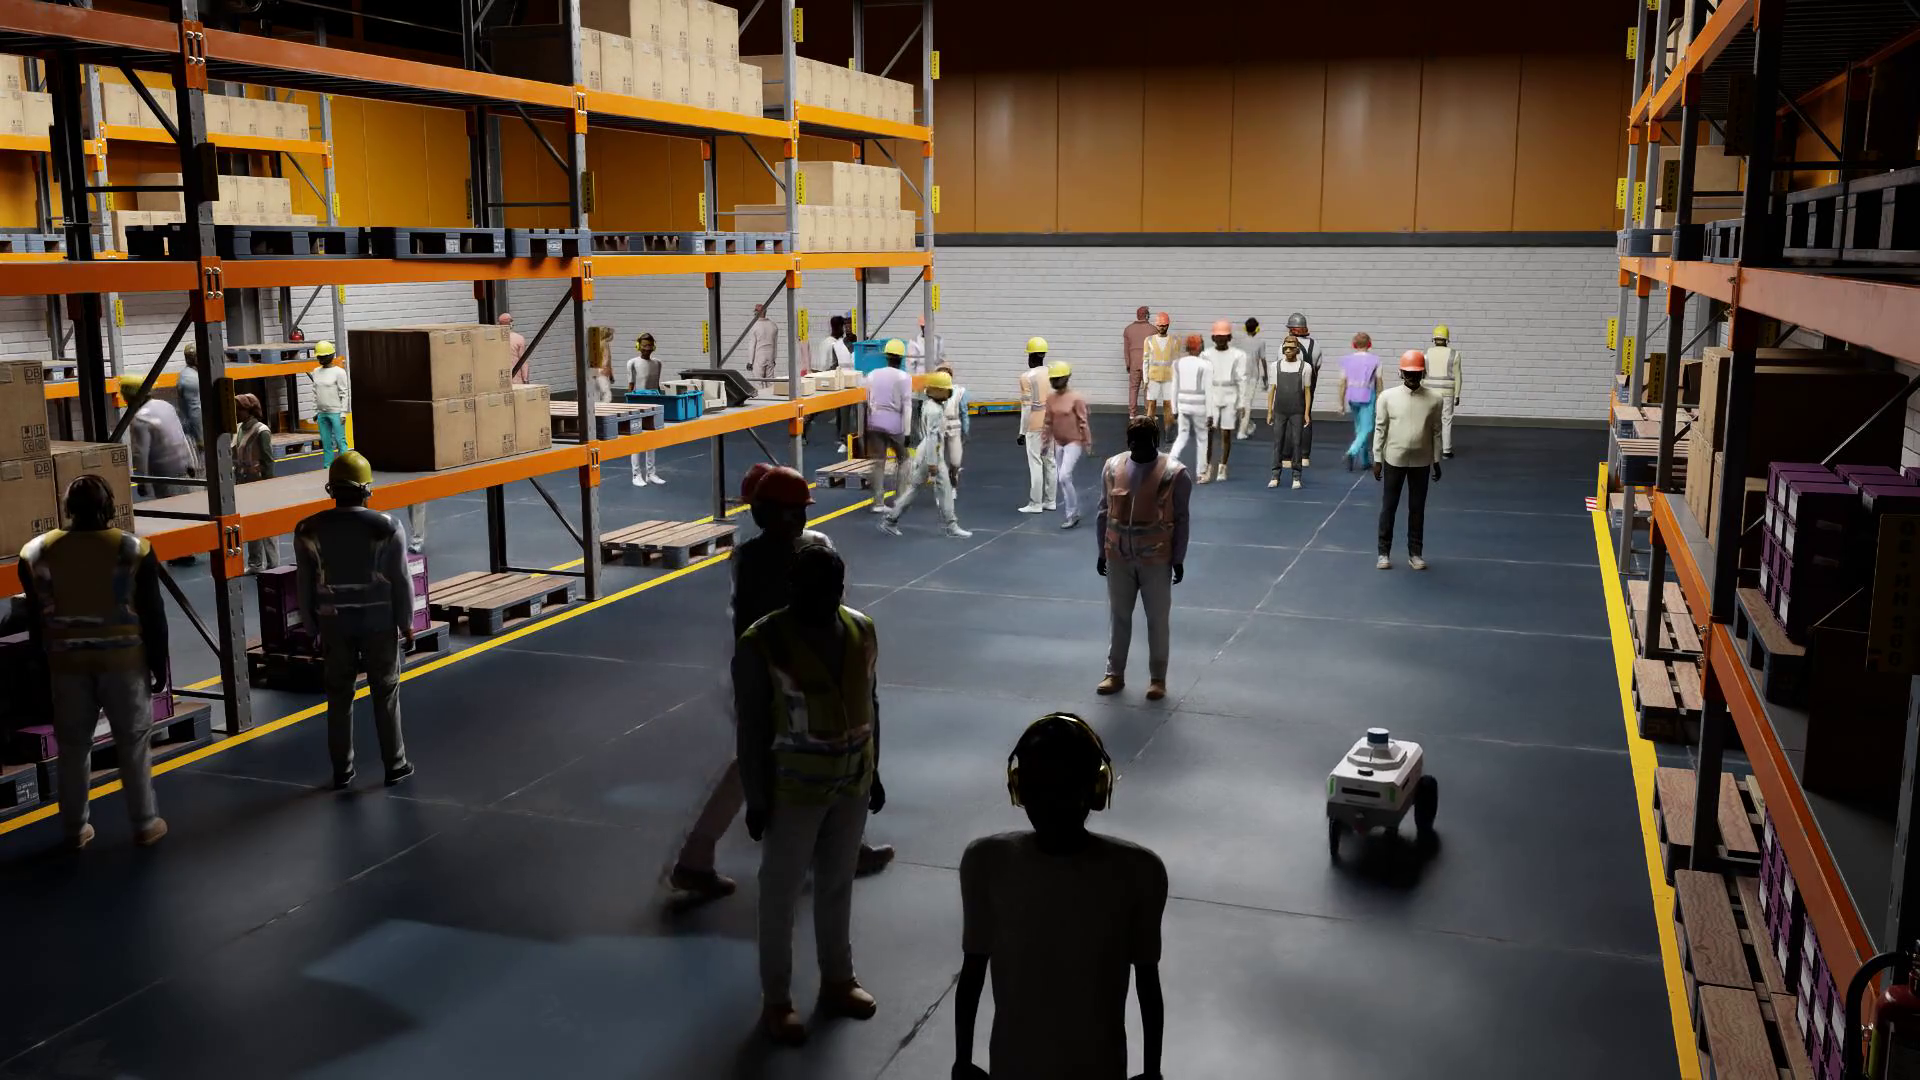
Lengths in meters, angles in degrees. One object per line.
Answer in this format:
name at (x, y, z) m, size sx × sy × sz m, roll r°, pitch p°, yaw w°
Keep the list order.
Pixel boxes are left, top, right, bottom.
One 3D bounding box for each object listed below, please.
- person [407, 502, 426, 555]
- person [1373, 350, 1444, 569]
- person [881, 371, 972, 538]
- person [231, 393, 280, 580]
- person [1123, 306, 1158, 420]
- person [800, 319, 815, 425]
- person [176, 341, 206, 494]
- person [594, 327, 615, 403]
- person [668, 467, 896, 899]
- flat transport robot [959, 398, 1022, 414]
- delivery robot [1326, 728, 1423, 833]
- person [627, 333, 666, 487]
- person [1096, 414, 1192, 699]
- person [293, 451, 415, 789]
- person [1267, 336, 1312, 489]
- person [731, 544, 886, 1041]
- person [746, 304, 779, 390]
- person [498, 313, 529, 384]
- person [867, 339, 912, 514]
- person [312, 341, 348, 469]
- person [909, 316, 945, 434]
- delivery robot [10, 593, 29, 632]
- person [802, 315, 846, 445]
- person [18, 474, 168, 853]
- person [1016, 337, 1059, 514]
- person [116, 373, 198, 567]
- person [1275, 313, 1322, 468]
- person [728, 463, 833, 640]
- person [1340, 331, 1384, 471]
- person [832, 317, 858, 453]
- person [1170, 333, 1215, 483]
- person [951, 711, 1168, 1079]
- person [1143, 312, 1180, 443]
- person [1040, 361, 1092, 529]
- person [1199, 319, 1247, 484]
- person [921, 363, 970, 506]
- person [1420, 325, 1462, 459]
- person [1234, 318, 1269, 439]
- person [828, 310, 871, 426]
person at (-5.219, -0.651, 15.757) m, size 0.521 × 1.588 × 0.851 m, roll 0°, pitch 10°, yaw -1°
person at (4.043, -0.720, 15.002) m, size 0.622 × 1.992 × 0.397 m, roll 0°, pitch 10°, yaw 2°
person at (-0.359, -0.844, 16.573) m, size 0.871 × 1.688 × 0.502 m, roll 1°, pitch 10°, yaw 8°
person at (-6.190, -0.467, 14.584) m, size 0.524 × 1.636 × 0.308 m, roll 7°, pitch 12°, yaw 36°
person at (3.058, -2.948, 27.801) m, size 0.643 × 1.909 × 0.409 m, roll 6°, pitch 11°, yaw 29°
person at (-2.582, -2.762, 27.150) m, size 0.329 × 1.767 × 0.528 m, roll -7°, pitch 12°, yaw -36°
person at (-7.887, -1.081, 17.213) m, size 0.370 × 1.934 × 0.627 m, roll -5°, pitch 11°, yaw -27°
person at (-5.794, -2.637, 26.887) m, size 0.602 × 1.590 × 0.536 m, roll -1°, pitch 10°, yaw -5°
person at (-0.850, 0.642, 7.521) m, size 1.079 × 1.937 × 0.621 m, roll -3°, pitch 11°, yaw -18°
flat transport robot at (0.596, -2.333, 28.942) m, size 1.431 × 0.197 × 0.652 m, roll -3°, pitch 11°, yaw -18°
delivery robot at (2.043, 1.167, 8.165) m, size 0.477 × 0.478 × 0.707 m, roll 5°, pitch 11°, yaw 25°
person at (-3.813, -1.592, 20.282) m, size 0.331 × 1.866 × 0.513 m, roll 9°, pitch 13°, yaw 40°
person at (1.167, 0.106, 10.782) m, size 0.621 × 1.844 × 0.429 m, roll 4°, pitch 11°, yaw 23°
person at (-3.239, 0.433, 8.967) m, size 0.600 × 1.831 × 0.404 m, roll -2°, pitch 10°, yaw -9°
person at (3.949, -1.531, 19.989) m, size 0.513 × 1.845 × 0.336 m, roll 3°, pitch 11°, yaw 17°
person at (-0.534, 0.919, 6.206) m, size 0.633 × 1.842 × 0.429 m, roll -8°, pitch 13°, yaw -39°
person at (-3.441, -3.123, 28.772) m, size 0.411 × 1.913 × 0.643 m, roll 9°, pitch 13°, yaw 41°
person at (-6.723, -2.418, 24.816) m, size 0.641 × 1.908 × 0.407 m, roll 1°, pitch 10°, yaw 6°
person at (-0.747, -1.240, 18.205) m, size 0.617 × 1.901 × 0.627 m, roll 5°, pitch 11°, yaw 28°
person at (-7.718, -1.551, 20.363) m, size 0.531 × 1.766 × 0.333 m, roll 4°, pitch 11°, yaw 22°
person at (-0.470, -2.402, 24.739) m, size 0.572 × 1.893 × 0.968 m, roll -2°, pitch 10°, yaw -10°
delivery robot at (-6.617, 0.443, 12.243) m, size 0.477 × 0.478 × 0.707 m, roll 2°, pitch 10°, yaw 10°
person at (-1.976, -2.328, 24.298) m, size 0.949 × 1.915 × 0.674 m, roll -5°, pitch 11°, yaw -24°
person at (-4.163, 0.597, 8.064) m, size 0.621 × 1.836 × 0.430 m, roll -2°, pitch 10°, yaw -13°
person at (0.853, -1.248, 18.163) m, size 0.584 × 1.928 × 0.374 m, roll -9°, pitch 14°, yaw -43°
person at (-7.255, -0.623, 15.076) m, size 0.589 × 1.778 × 0.619 m, roll 0°, pitch 10°, yaw 0°
person at (4.398, -1.982, 21.980) m, size 0.684 × 2.000 × 0.538 m, roll -6°, pitch 12°, yaw -31°
person at (-0.876, 0.555, 8.152) m, size 0.554 × 1.868 × 1.041 m, roll -4°, pitch 11°, yaw -21°
person at (5.176, -1.783, 21.512) m, size 0.590 × 1.814 × 0.796 m, roll 9°, pitch 13°, yaw 40°
person at (-1.512, -2.174, 23.517) m, size 0.614 × 1.924 × 0.462 m, roll 1°, pitch 10°, yaw 7°
person at (2.828, -1.591, 20.281) m, size 0.595 × 1.863 × 0.782 m, roll 8°, pitch 13°, yaw 38°
person at (0.228, 1.311, 3.917) m, size 0.531 × 1.870 × 0.317 m, roll 1°, pitch 10°, yaw 8°
person at (2.971, -2.390, 24.571) m, size 0.544 × 1.939 × 0.354 m, roll 1°, pitch 10°, yaw 5°
person at (1.089, -0.969, 17.128) m, size 0.534 × 1.736 × 0.573 m, roll -9°, pitch 13°, yaw -41°
person at (3.199, -1.682, 20.387) m, size 0.622 × 2.012 × 0.830 m, roll 2°, pitch 10°, yaw 14°
person at (-0.163, -1.184, 18.667) m, size 0.566 × 1.619 × 0.383 m, roll -1°, pitch 10°, yaw -5°
person at (6.570, -2.022, 22.783) m, size 0.588 × 1.837 × 0.404 m, roll 5°, pitch 11°, yaw 24°
person at (4.428, -2.456, 25.284) m, size 0.543 × 1.814 × 0.991 m, roll 5°, pitch 11°, yaw 27°
person at (-1.783, -2.751, 26.736) m, size 0.820 × 1.890 × 0.673 m, roll -5°, pitch 11°, yaw -24°
